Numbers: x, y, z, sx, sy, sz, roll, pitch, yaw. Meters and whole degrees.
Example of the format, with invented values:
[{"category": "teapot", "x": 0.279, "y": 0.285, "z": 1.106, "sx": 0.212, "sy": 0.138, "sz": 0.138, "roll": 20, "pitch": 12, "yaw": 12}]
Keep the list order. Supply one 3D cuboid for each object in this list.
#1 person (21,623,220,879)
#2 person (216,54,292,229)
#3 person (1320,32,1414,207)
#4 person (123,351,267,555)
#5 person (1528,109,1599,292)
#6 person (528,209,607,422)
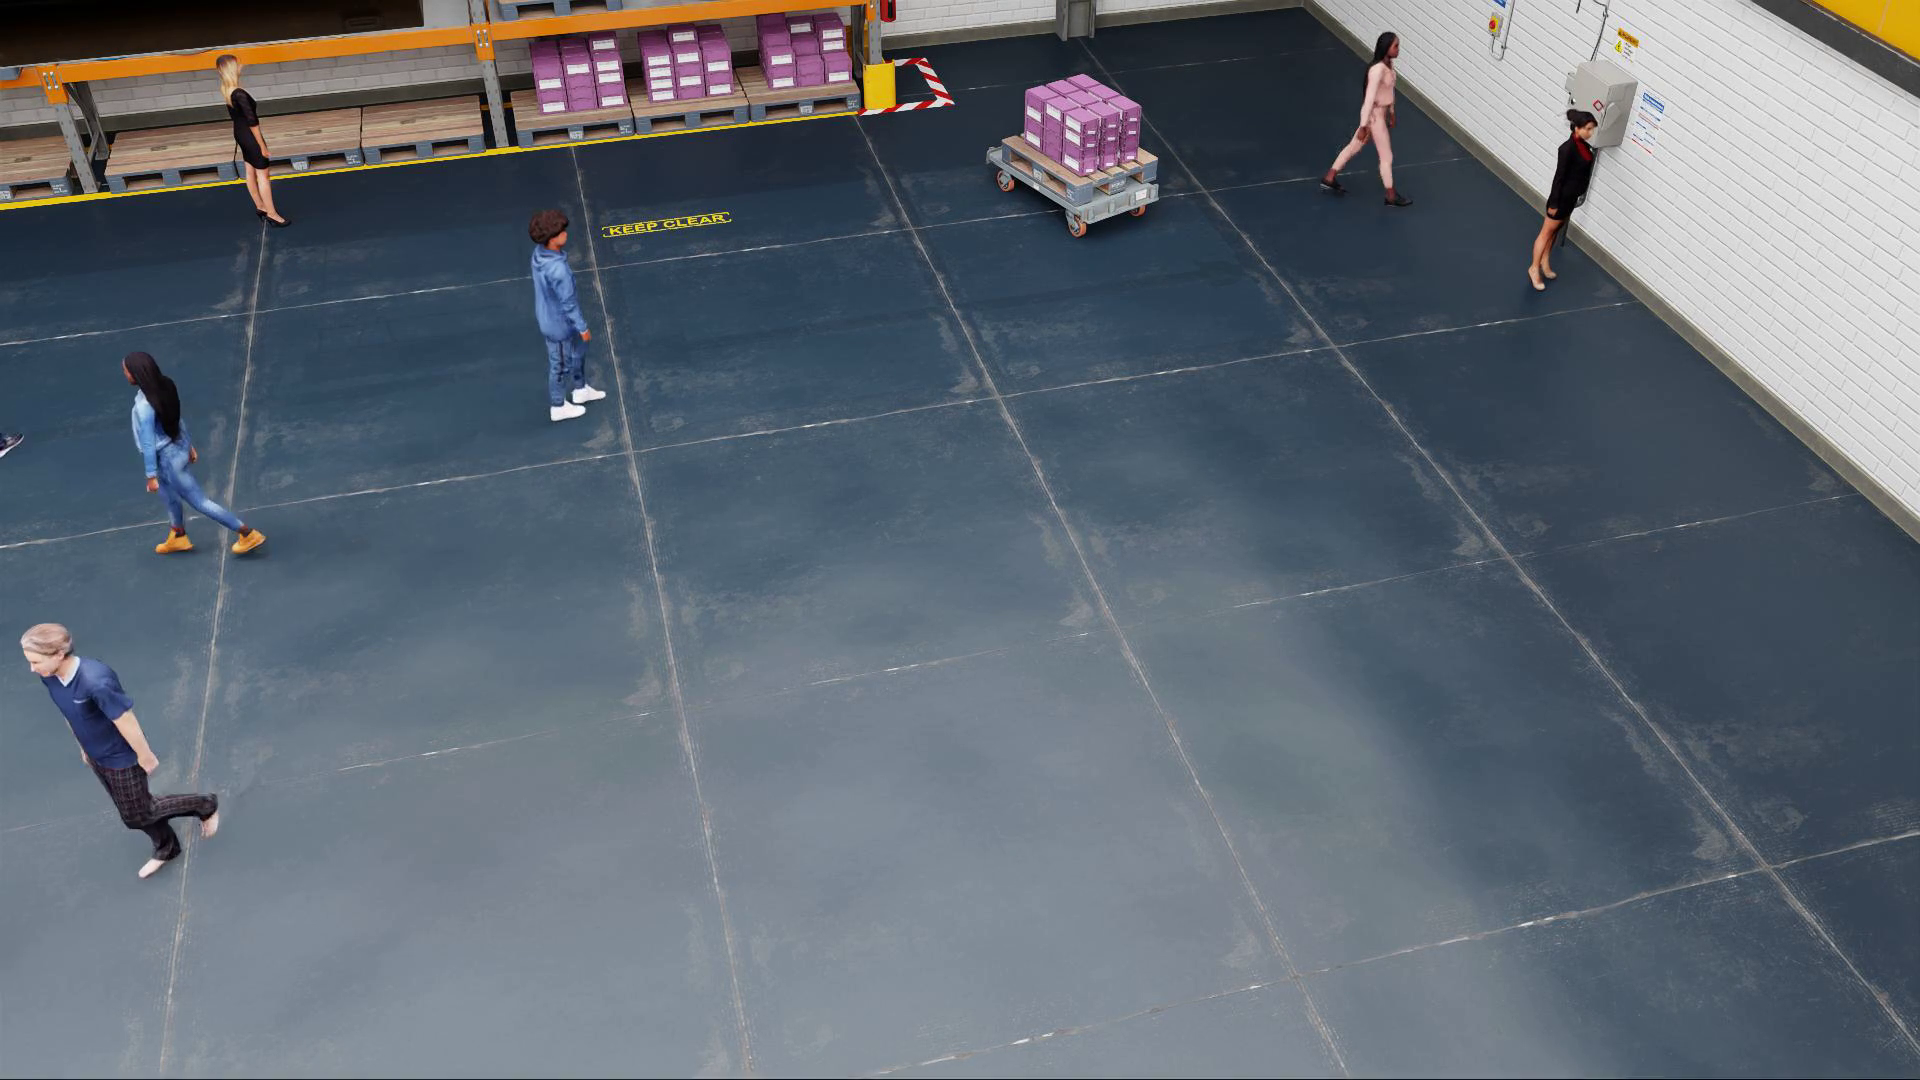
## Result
[{"category": "person", "x": -4.657, "y": 1.125, "z": 9.307, "sx": 0.916, "sy": 1.844, "sz": 0.976, "roll": 14, "pitch": 41, "yaw": 16}, {"category": "person", "x": -6.621, "y": -3.719, "z": 15.507, "sx": 0.613, "sy": 1.677, "sz": 0.613, "roll": -31, "pitch": 48, "yaw": -33}, {"category": "person", "x": 3.864, "y": -4.008, "z": 15.872, "sx": 1.220, "sy": 1.673, "sz": 1.111, "roll": 17, "pitch": 42, "yaw": 20}, {"category": "person", "x": -5.353, "y": -0.551, "z": 11.521, "sx": 1.091, "sy": 1.699, "sz": 0.725, "roll": -3, "pitch": 39, "yaw": -4}, {"category": "person", "x": 5.303, "y": -2.994, "z": 14.628, "sx": 0.741, "sy": 1.639, "sz": 0.668, "roll": 27, "pitch": 46, "yaw": 29}, {"category": "person", "x": -3.193, "y": -1.705, "z": 12.891, "sx": 0.779, "sy": 1.794, "sz": 0.753, "roll": -17, "pitch": 42, "yaw": -20}]
